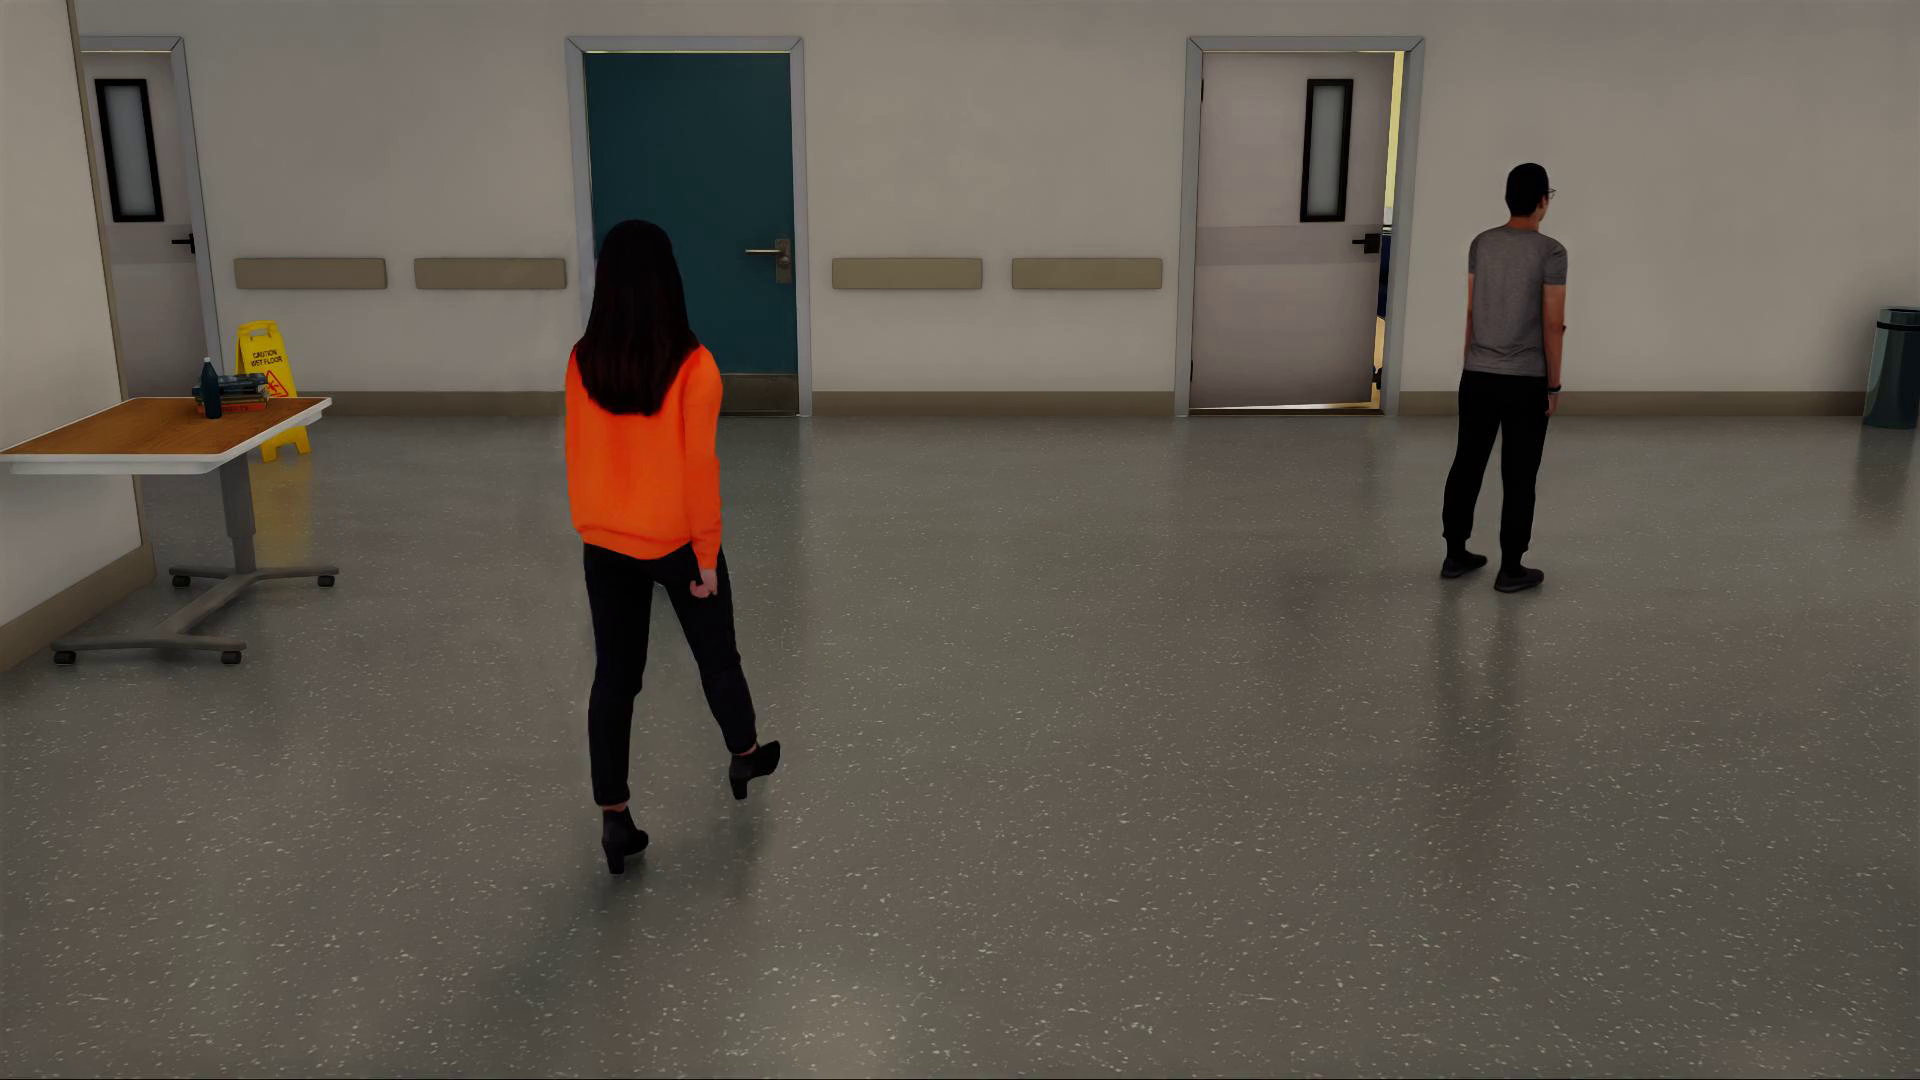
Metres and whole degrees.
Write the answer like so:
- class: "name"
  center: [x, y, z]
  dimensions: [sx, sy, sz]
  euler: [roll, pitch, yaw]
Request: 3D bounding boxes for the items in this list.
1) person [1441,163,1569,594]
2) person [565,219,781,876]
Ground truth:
- class: "person"
  center: [2.267, -0.677, 6.924]
  dimensions: [0.740, 1.752, 0.685]
  euler: [-14, 21, -41]
- class: "person"
  center: [-0.854, 0.057, 4.372]
  dimensions: [0.989, 1.724, 0.876]
  euler: [5, 17, 17]
